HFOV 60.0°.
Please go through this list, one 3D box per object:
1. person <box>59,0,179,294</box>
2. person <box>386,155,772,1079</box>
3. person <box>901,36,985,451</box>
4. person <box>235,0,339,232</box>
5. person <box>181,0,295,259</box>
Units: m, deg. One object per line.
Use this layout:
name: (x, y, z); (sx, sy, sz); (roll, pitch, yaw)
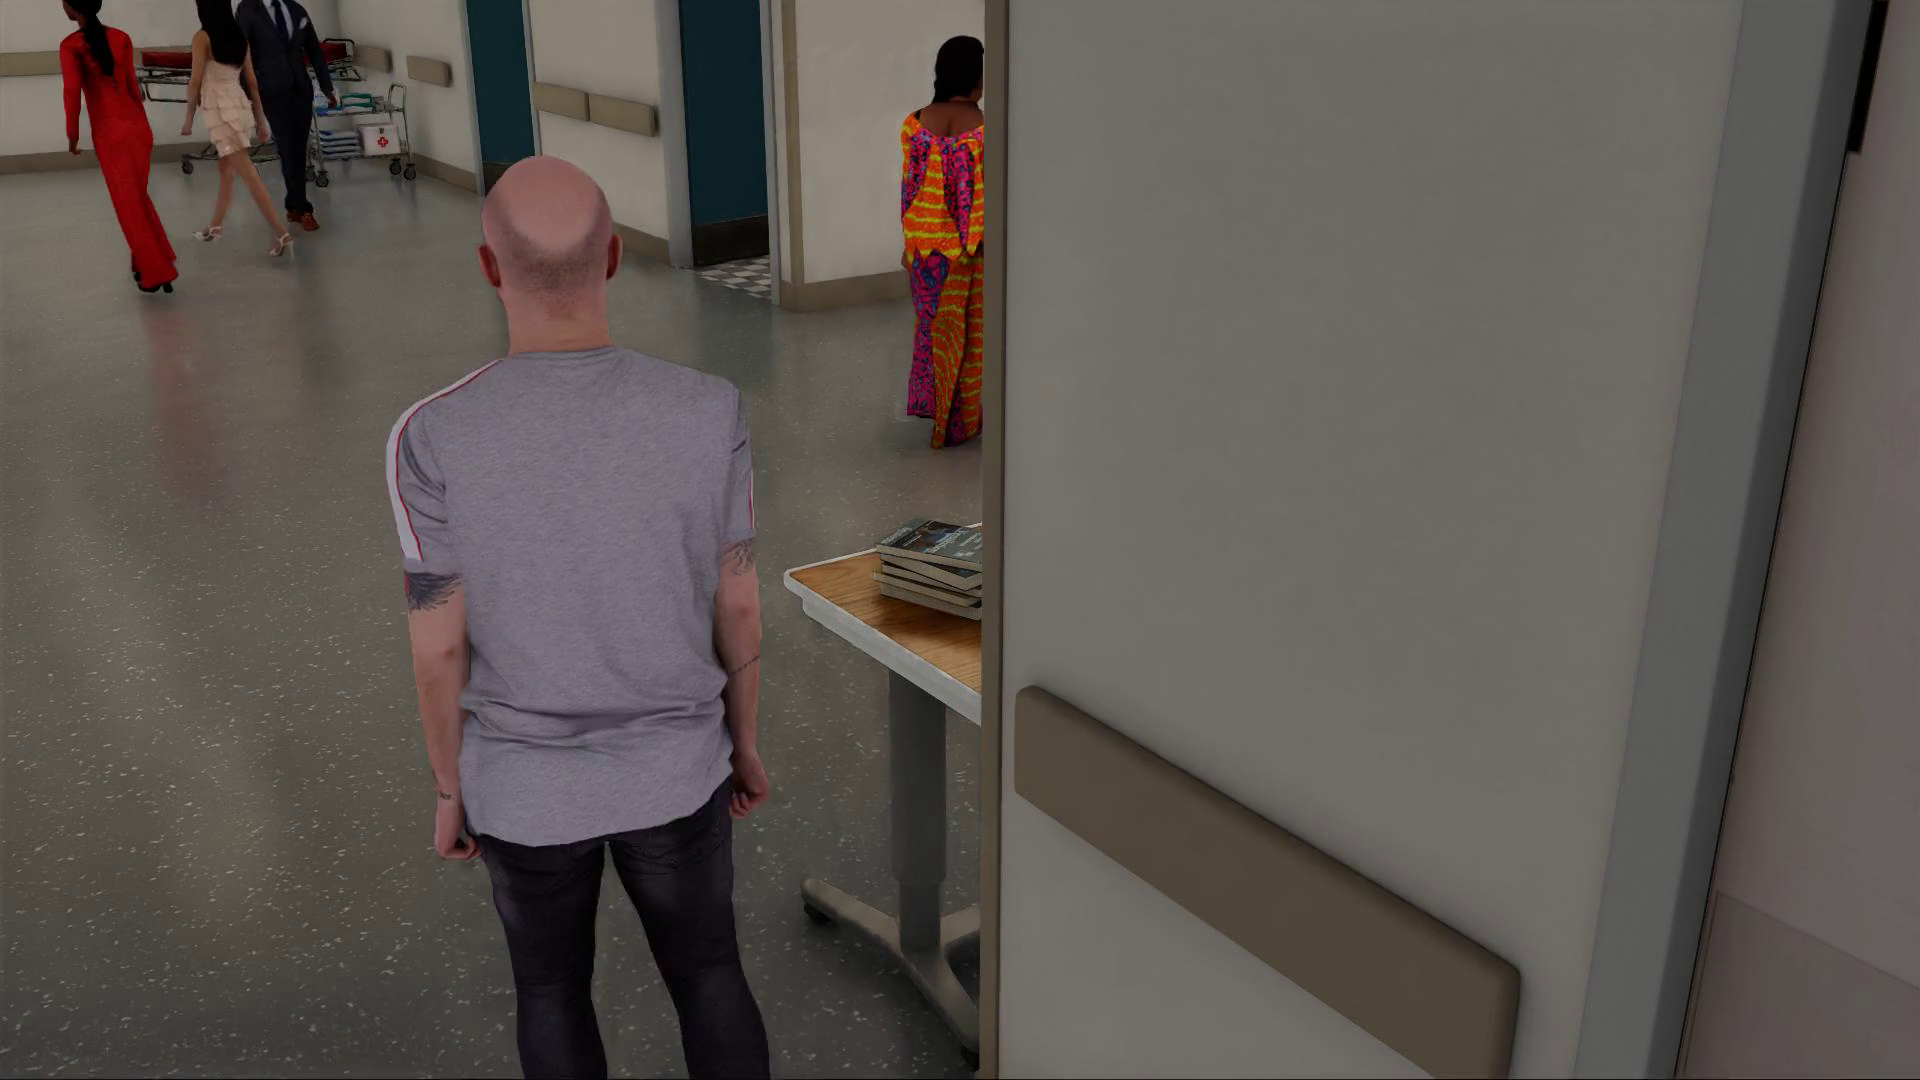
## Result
person: (-4.736, -2.266, 9.488); (0.874, 1.766, 0.810); (8, 22, 20)
person: (-0.505, 0.390, 2.407); (0.779, 1.815, 1.053); (-9, 23, -23)
person: (-0.043, -1.204, 6.802); (0.816, 1.669, 0.886); (9, 23, 22)
person: (-4.761, -3.095, 11.628); (1.014, 1.801, 0.851); (16, 26, 36)
person: (-4.499, -2.576, 10.424); (1.122, 1.684, 0.957); (8, 22, 20)
